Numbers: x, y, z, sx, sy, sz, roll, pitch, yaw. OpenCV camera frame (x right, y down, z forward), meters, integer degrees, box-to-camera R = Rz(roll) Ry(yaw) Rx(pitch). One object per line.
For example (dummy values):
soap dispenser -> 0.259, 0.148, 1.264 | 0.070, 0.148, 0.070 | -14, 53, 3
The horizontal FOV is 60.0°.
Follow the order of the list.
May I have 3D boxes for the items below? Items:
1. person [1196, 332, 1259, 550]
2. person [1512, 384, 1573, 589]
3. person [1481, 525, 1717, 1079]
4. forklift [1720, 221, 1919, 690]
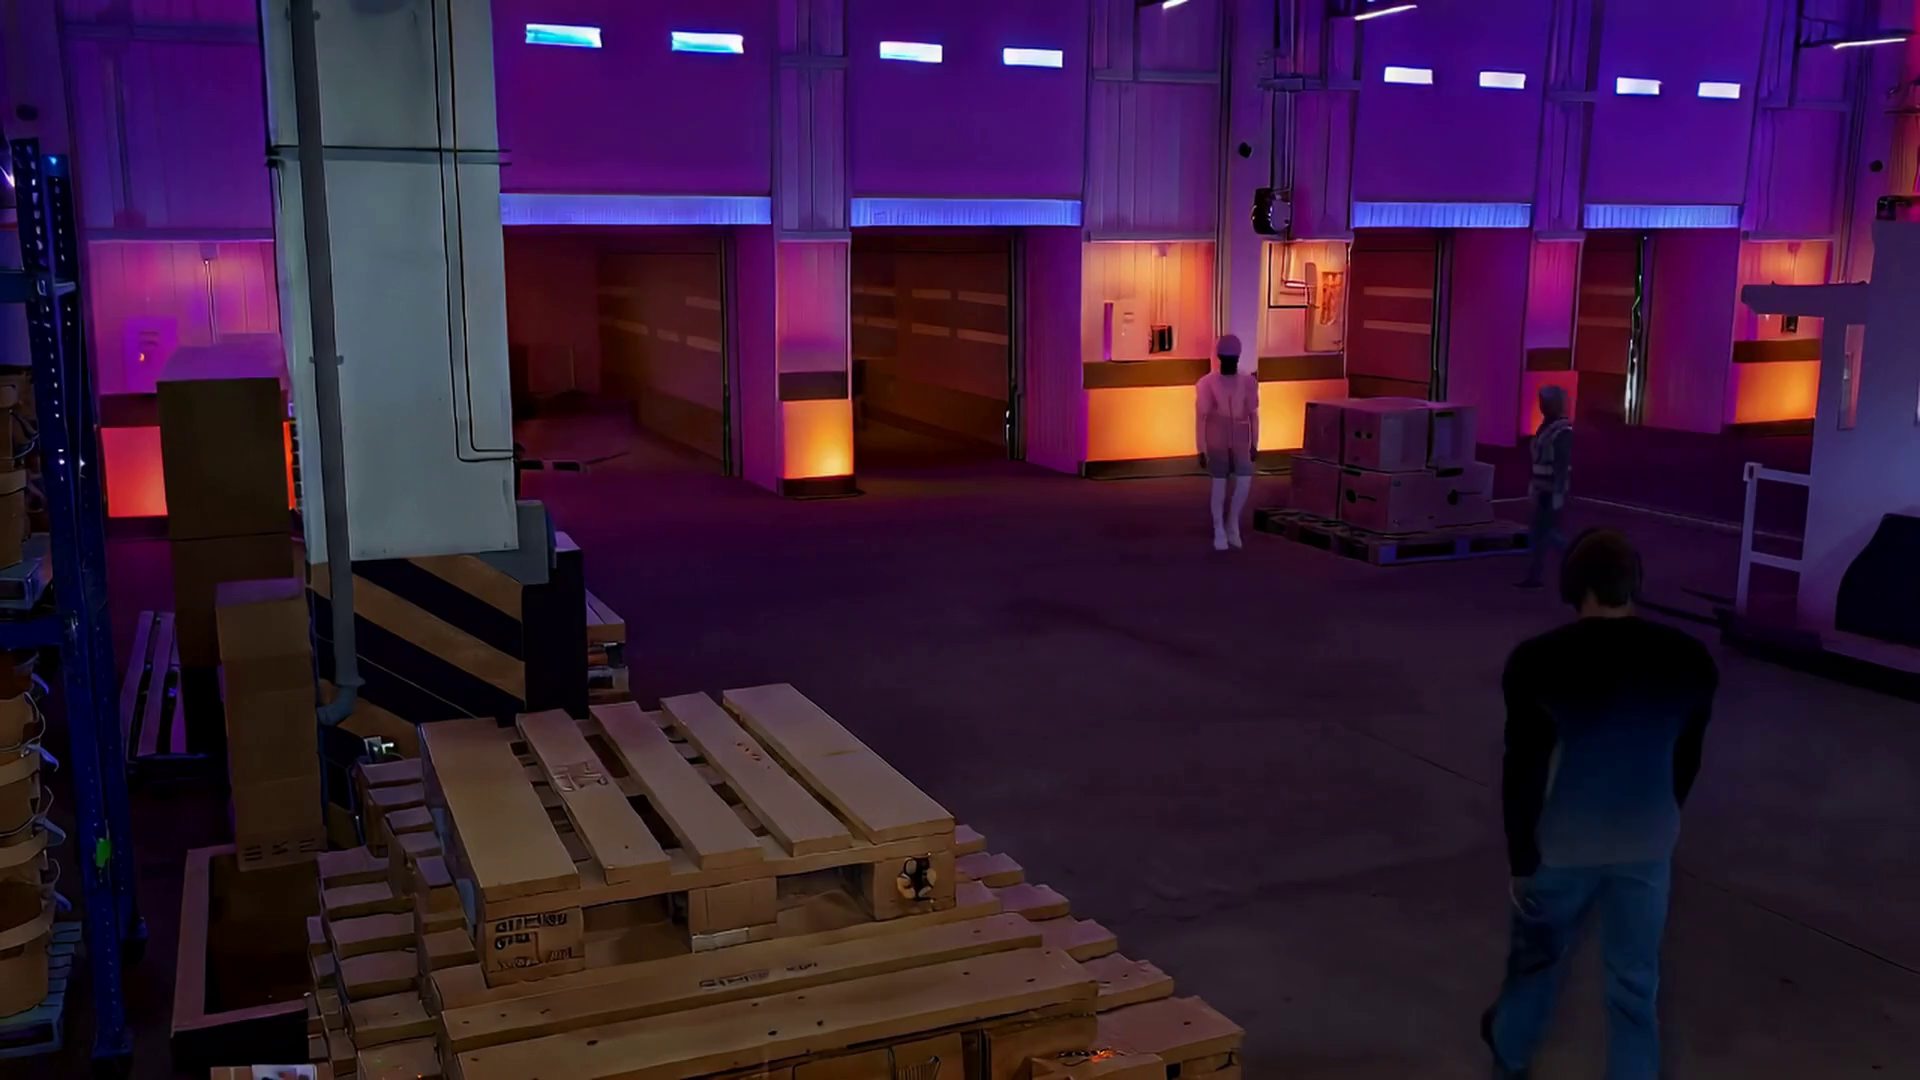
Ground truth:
person -> 2.336, -0.852, 14.533 | 0.566, 1.916, 0.441 | 0, 10, -2
person -> 4.632, -0.407, 12.897 | 0.550, 1.615, 0.526 | 1, 10, 3
person -> 1.882, 0.888, 5.017 | 0.629, 1.886, 0.990 | 1, 10, 3
forklift -> 5.949, -0.550, 10.218 | 1.129, 2.768, 1.873 | -4, 11, -23
